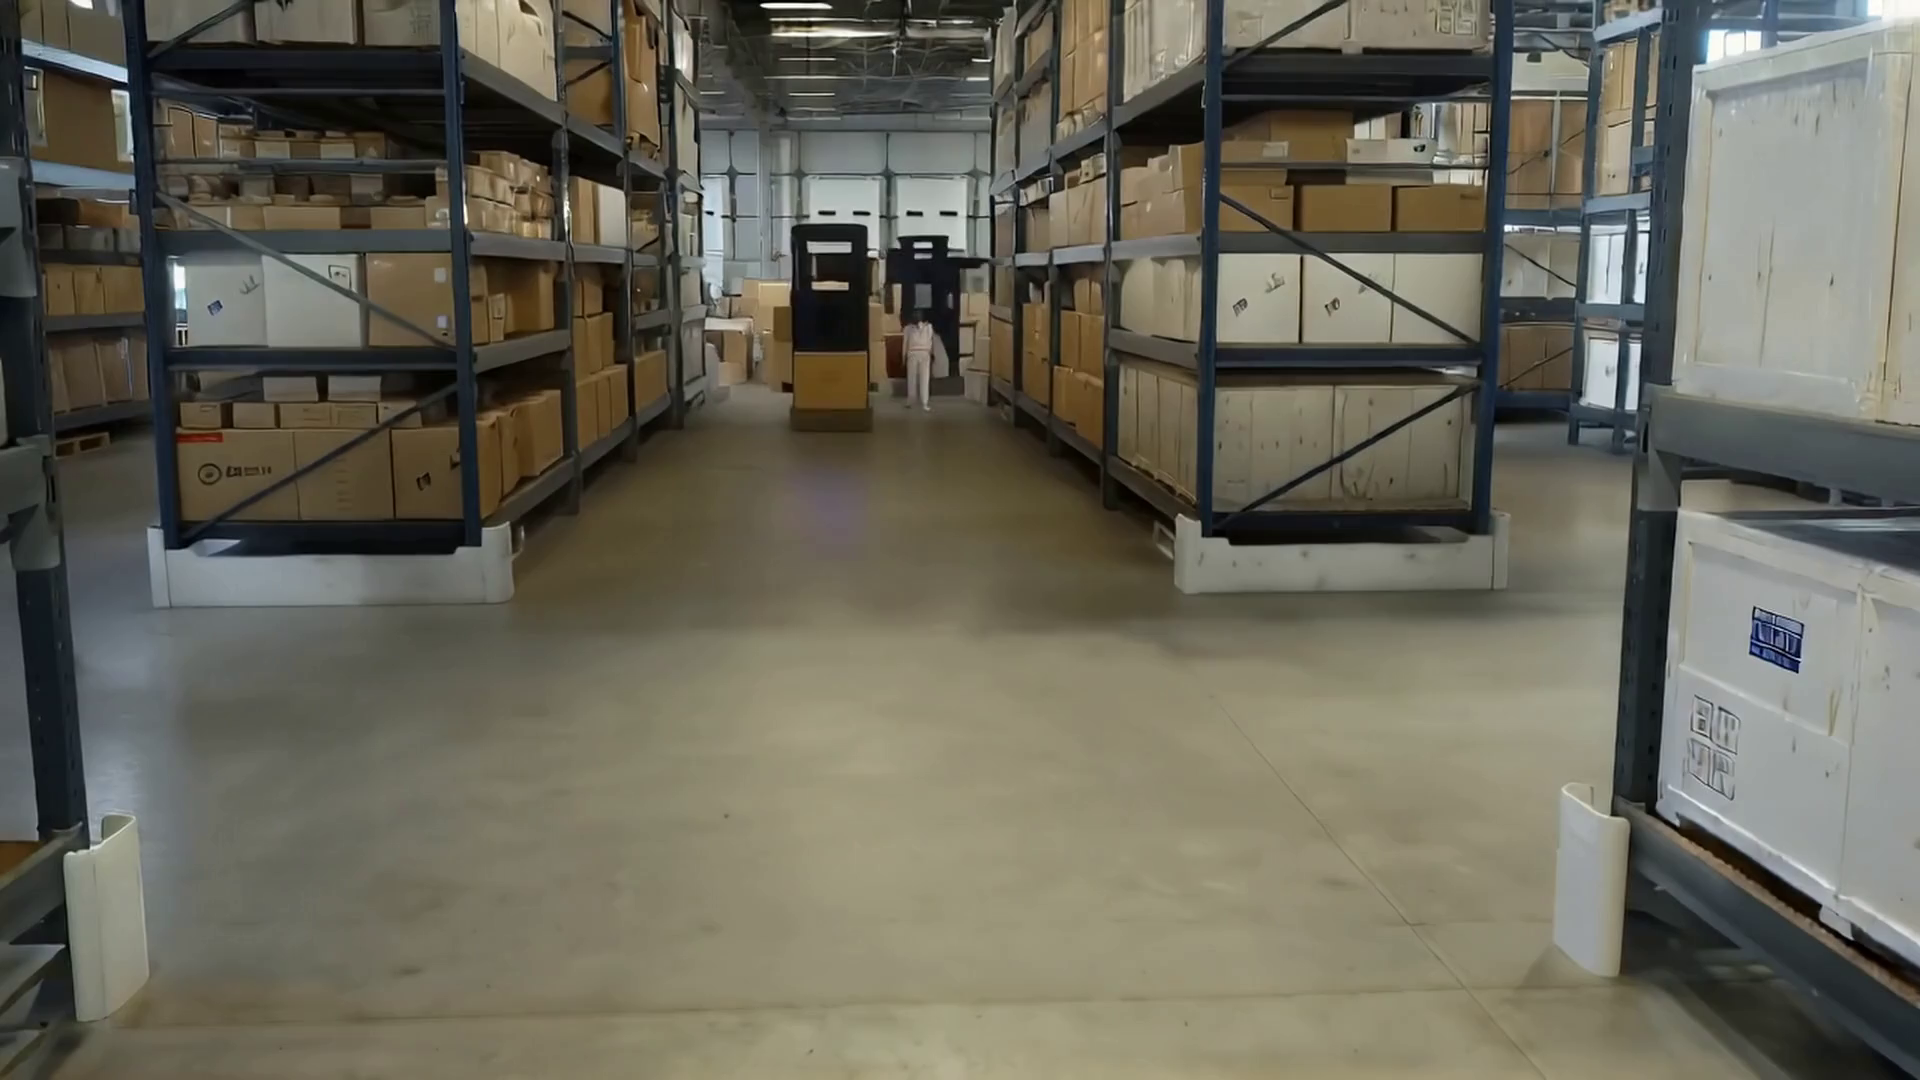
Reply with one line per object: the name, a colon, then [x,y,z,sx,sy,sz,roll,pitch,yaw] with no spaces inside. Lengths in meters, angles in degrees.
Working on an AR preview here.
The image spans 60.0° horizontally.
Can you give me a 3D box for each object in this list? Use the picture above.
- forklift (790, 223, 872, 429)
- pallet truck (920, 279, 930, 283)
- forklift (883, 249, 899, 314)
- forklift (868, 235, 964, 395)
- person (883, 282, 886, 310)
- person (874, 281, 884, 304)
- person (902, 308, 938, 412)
forklift: [-1.805,-3.000,23.167,1.129,2.768,1.873,-1,9,-4]
pallet truck: [-0.932,-8.922,63.114,1.885,1.965,0.823,2,9,13]
forklift: [-1.786,-6.475,44.989,1.873,2.768,1.129,2,9,11]
forklift: [-0.662,-4.024,29.594,1.129,2.768,1.873,8,12,40]
person: [-2.178,-7.019,51.360,0.376,1.937,0.629,-5,11,-31]
person: [-2.482,-7.258,52.919,0.535,1.922,0.558,4,10,25]
person: [-0.621,-2.792,25.848,0.569,1.622,0.349,0,9,1]
